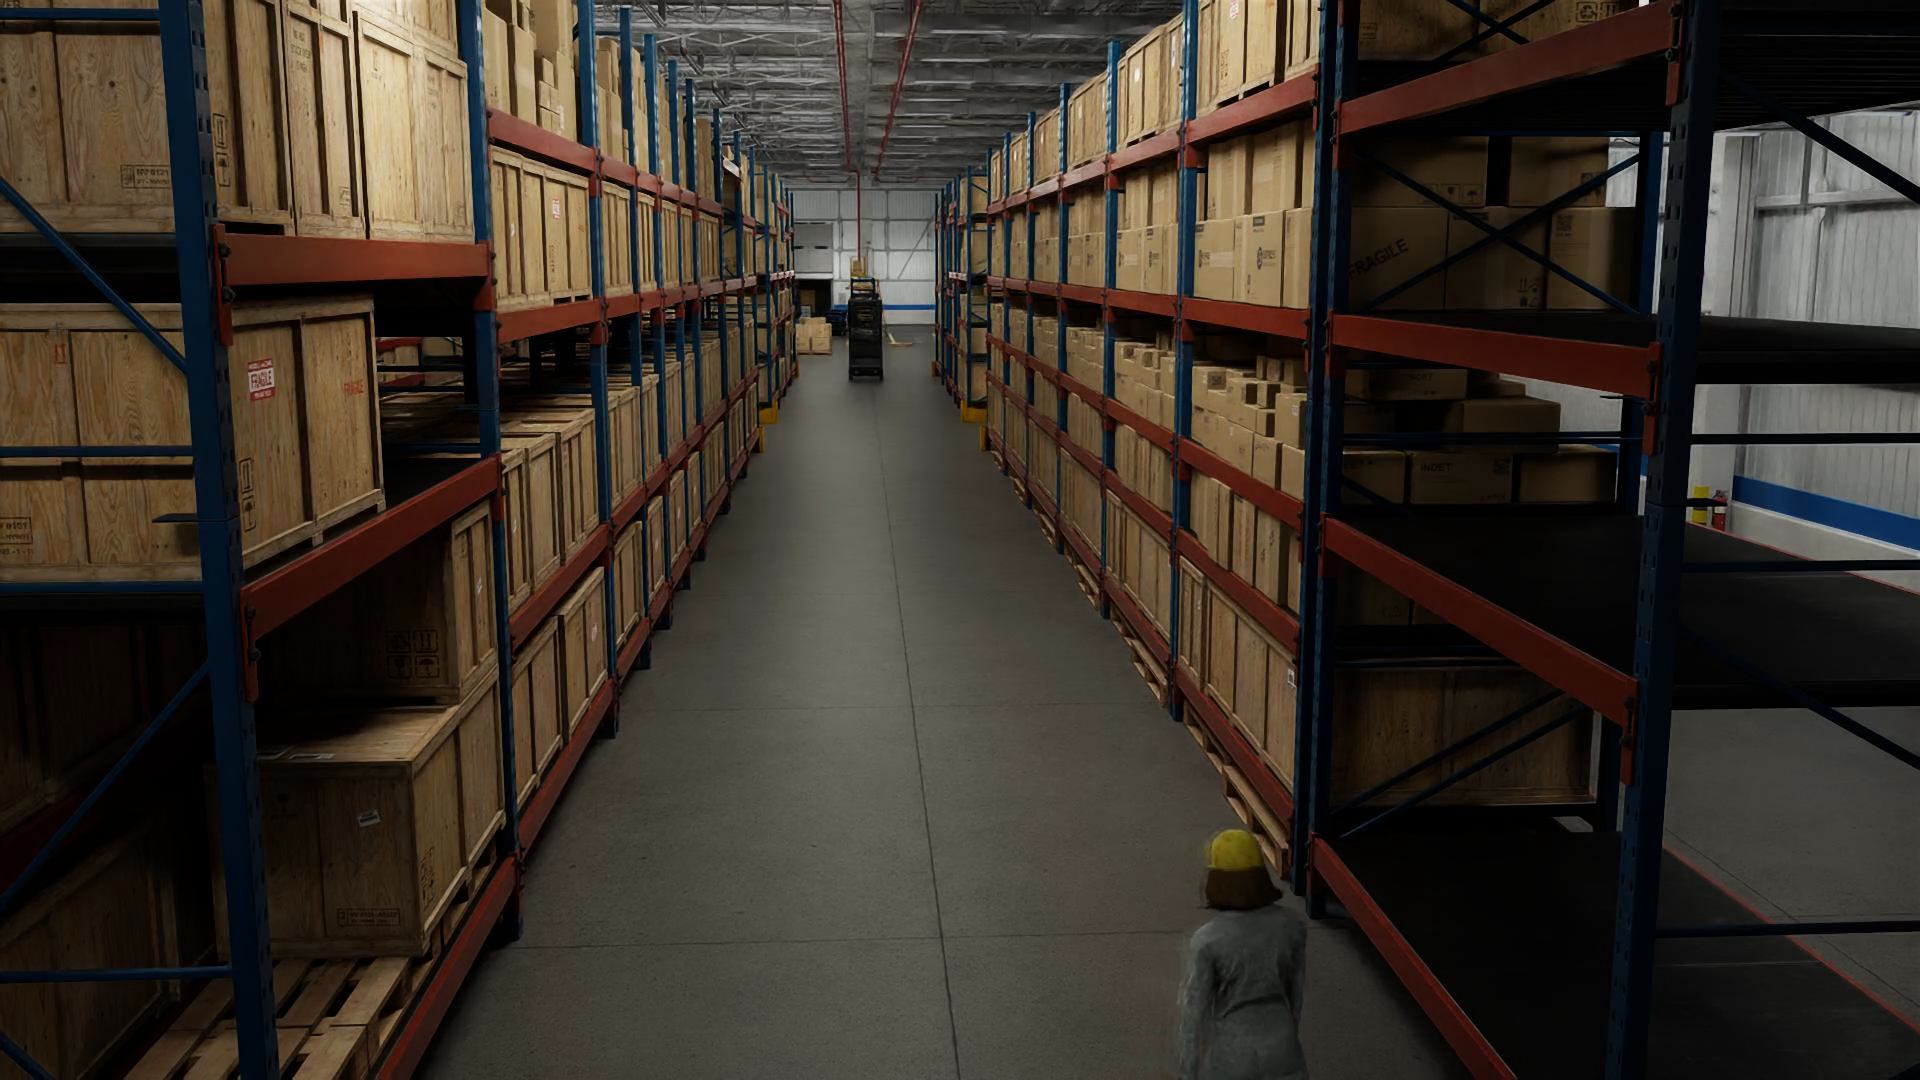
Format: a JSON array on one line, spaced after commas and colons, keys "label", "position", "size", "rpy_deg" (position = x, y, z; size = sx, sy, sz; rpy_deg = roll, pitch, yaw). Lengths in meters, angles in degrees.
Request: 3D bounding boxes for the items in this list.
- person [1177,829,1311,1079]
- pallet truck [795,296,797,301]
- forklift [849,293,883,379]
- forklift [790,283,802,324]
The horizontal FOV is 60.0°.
[{"label": "person", "position": [1.160, 1.955, 6.291], "size": [0.709, 1.707, 0.508], "rpy_deg": [-2, 10, -14]}, {"label": "pallet truck", "position": [-8.622, -12.439, 91.403], "size": [1.885, 1.965, 0.823], "rpy_deg": [2, 10, 13]}, {"label": "forklift", "position": [-3.110, -6.722, 54.620], "size": [1.129, 2.768, 1.873], "rpy_deg": [-1, 10, -3]}, {"label": "forklift", "position": [-8.110, -11.022, 80.308], "size": [1.129, 2.768, 1.873], "rpy_deg": [-5, 11, -30]}]
